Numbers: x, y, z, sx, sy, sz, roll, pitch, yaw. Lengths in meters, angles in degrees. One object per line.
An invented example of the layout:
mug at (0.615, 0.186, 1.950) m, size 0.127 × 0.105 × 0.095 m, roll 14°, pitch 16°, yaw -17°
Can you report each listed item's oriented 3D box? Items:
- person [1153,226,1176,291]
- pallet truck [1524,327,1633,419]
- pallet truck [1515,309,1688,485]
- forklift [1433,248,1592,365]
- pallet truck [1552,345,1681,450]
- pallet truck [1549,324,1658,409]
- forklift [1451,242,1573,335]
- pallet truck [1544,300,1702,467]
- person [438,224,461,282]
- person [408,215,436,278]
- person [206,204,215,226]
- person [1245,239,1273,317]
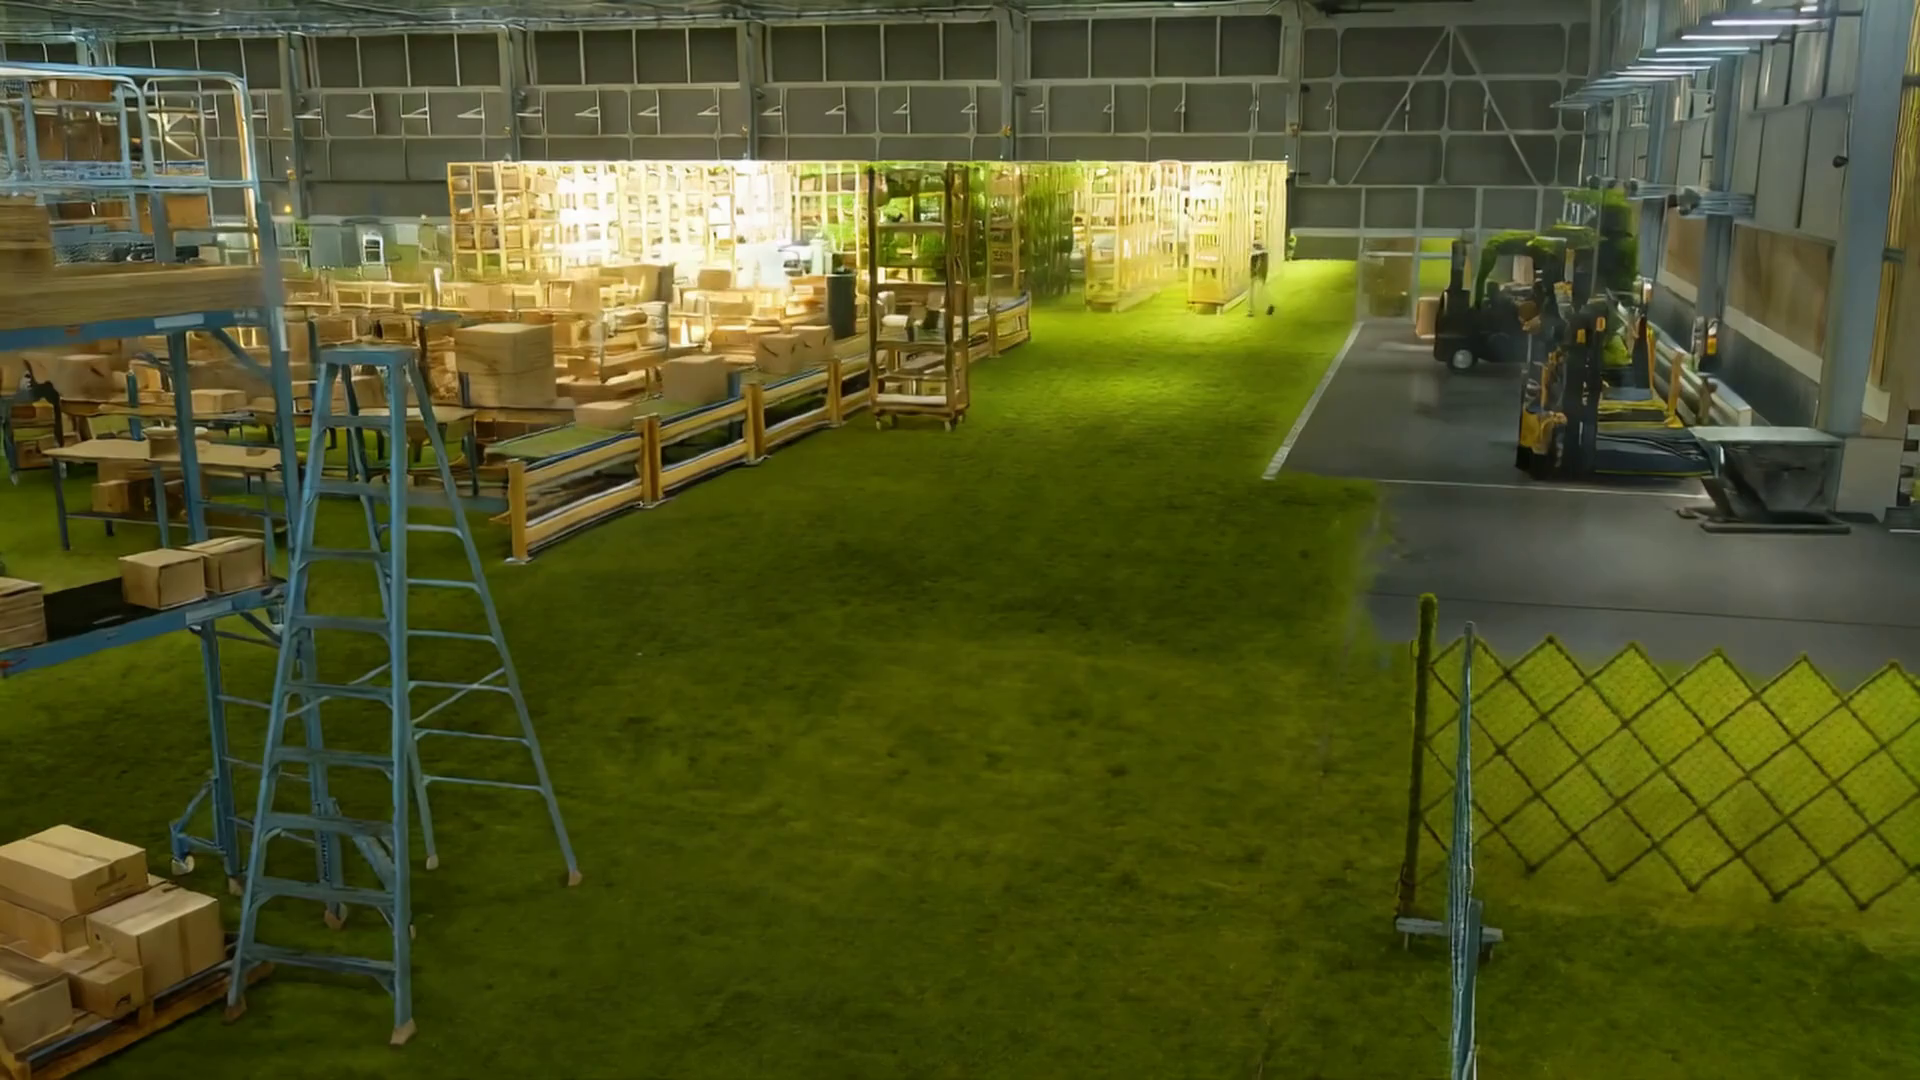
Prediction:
person at (5.748, -7.890, 46.690) m, size 0.832 × 1.803 × 0.594 m, roll 4°, pitch 14°, yaw 17°
pallet truck at (9.065, -2.460, 24.370) m, size 1.522 × 1.261 × 0.704 m, roll 3°, pitch 13°, yaw 14°
pallet truck at (7.554, -1.677, 19.446) m, size 1.885 × 1.965 × 0.823 m, roll 3°, pitch 13°, yaw 14°
forklift at (9.780, -4.111, 29.280) m, size 2.680 × 1.987 × 1.157 m, roll 3°, pitch 13°, yaw 14°
pallet truck at (8.641, -1.896, 21.908) m, size 1.630 × 1.274 × 0.653 m, roll 4°, pitch 14°, yaw 16°
pallet truck at (9.824, -2.669, 25.407) m, size 1.601 × 1.201 × 0.680 m, roll 4°, pitch 14°, yaw 16°
forklift at (10.464, -4.597, 31.405) m, size 2.680 × 1.987 × 1.157 m, roll 4°, pitch 14°, yaw 16°
pallet truck at (8.263, -1.952, 20.631) m, size 1.885 × 1.965 × 0.823 m, roll 5°, pitch 14°, yaw 20°
person at (-14.385, -7.949, 46.833) m, size 0.651 × 1.867 × 0.920 m, roll -1°, pitch 13°, yaw -5°
person at (-16.722, -9.141, 51.822) m, size 0.998 × 1.929 × 0.645 m, roll 3°, pitch 13°, yaw 13°
person at (-28.745, -11.857, 63.545) m, size 0.520 × 1.933 × 0.642 m, roll 5°, pitch 14°, yaw 19°
person at (7.075, -6.180, 39.280) m, size 0.611 × 1.818 × 0.607 m, roll -6°, pitch 14°, yaw -25°
